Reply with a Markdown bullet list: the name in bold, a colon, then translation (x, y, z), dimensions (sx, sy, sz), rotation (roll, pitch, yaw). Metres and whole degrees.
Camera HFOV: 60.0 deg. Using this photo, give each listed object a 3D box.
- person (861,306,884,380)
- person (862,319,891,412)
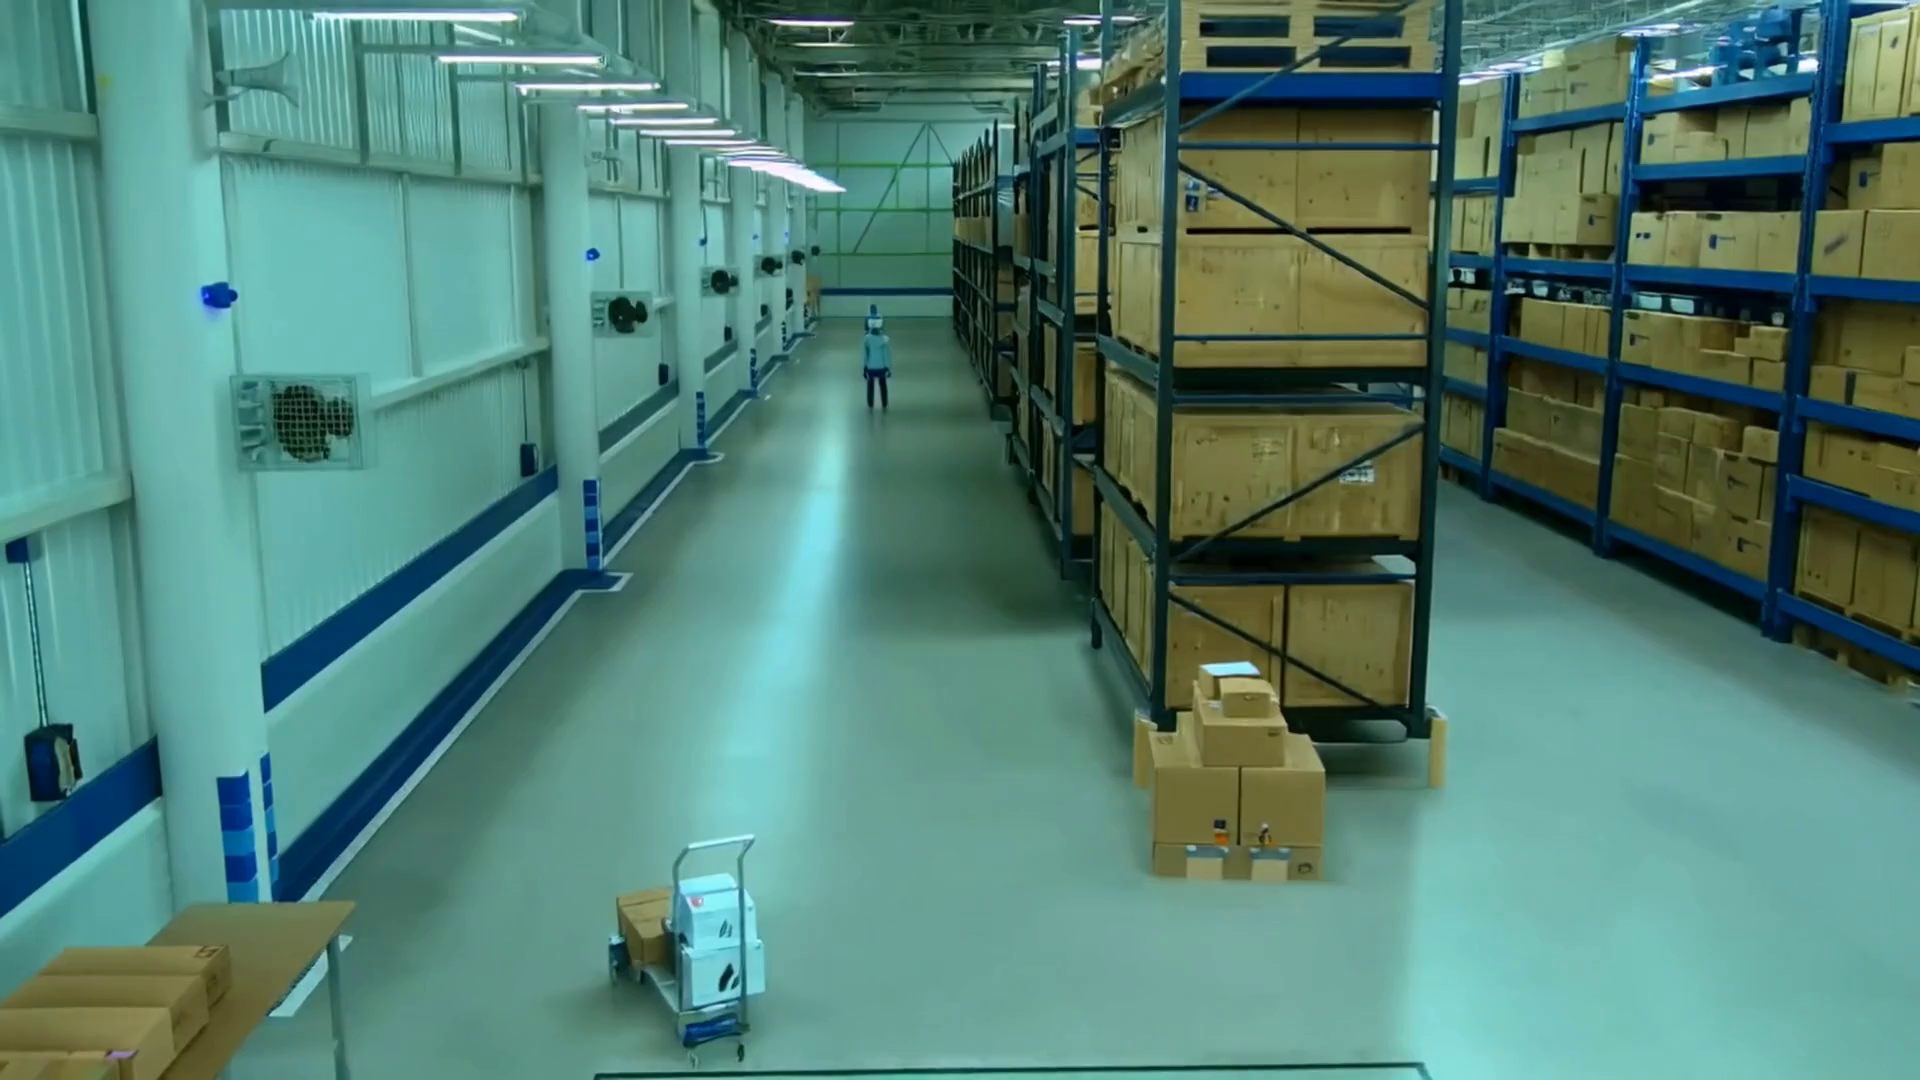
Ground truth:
- **person**: translation (-2.243, -5.054, 42.692), dimensions (0.601, 1.906, 0.411), rotation (-2, 11, -11)
- **person**: translation (-1.784, -3.735, 35.621), dimensions (0.613, 1.988, 0.404), rotation (0, 11, 0)
